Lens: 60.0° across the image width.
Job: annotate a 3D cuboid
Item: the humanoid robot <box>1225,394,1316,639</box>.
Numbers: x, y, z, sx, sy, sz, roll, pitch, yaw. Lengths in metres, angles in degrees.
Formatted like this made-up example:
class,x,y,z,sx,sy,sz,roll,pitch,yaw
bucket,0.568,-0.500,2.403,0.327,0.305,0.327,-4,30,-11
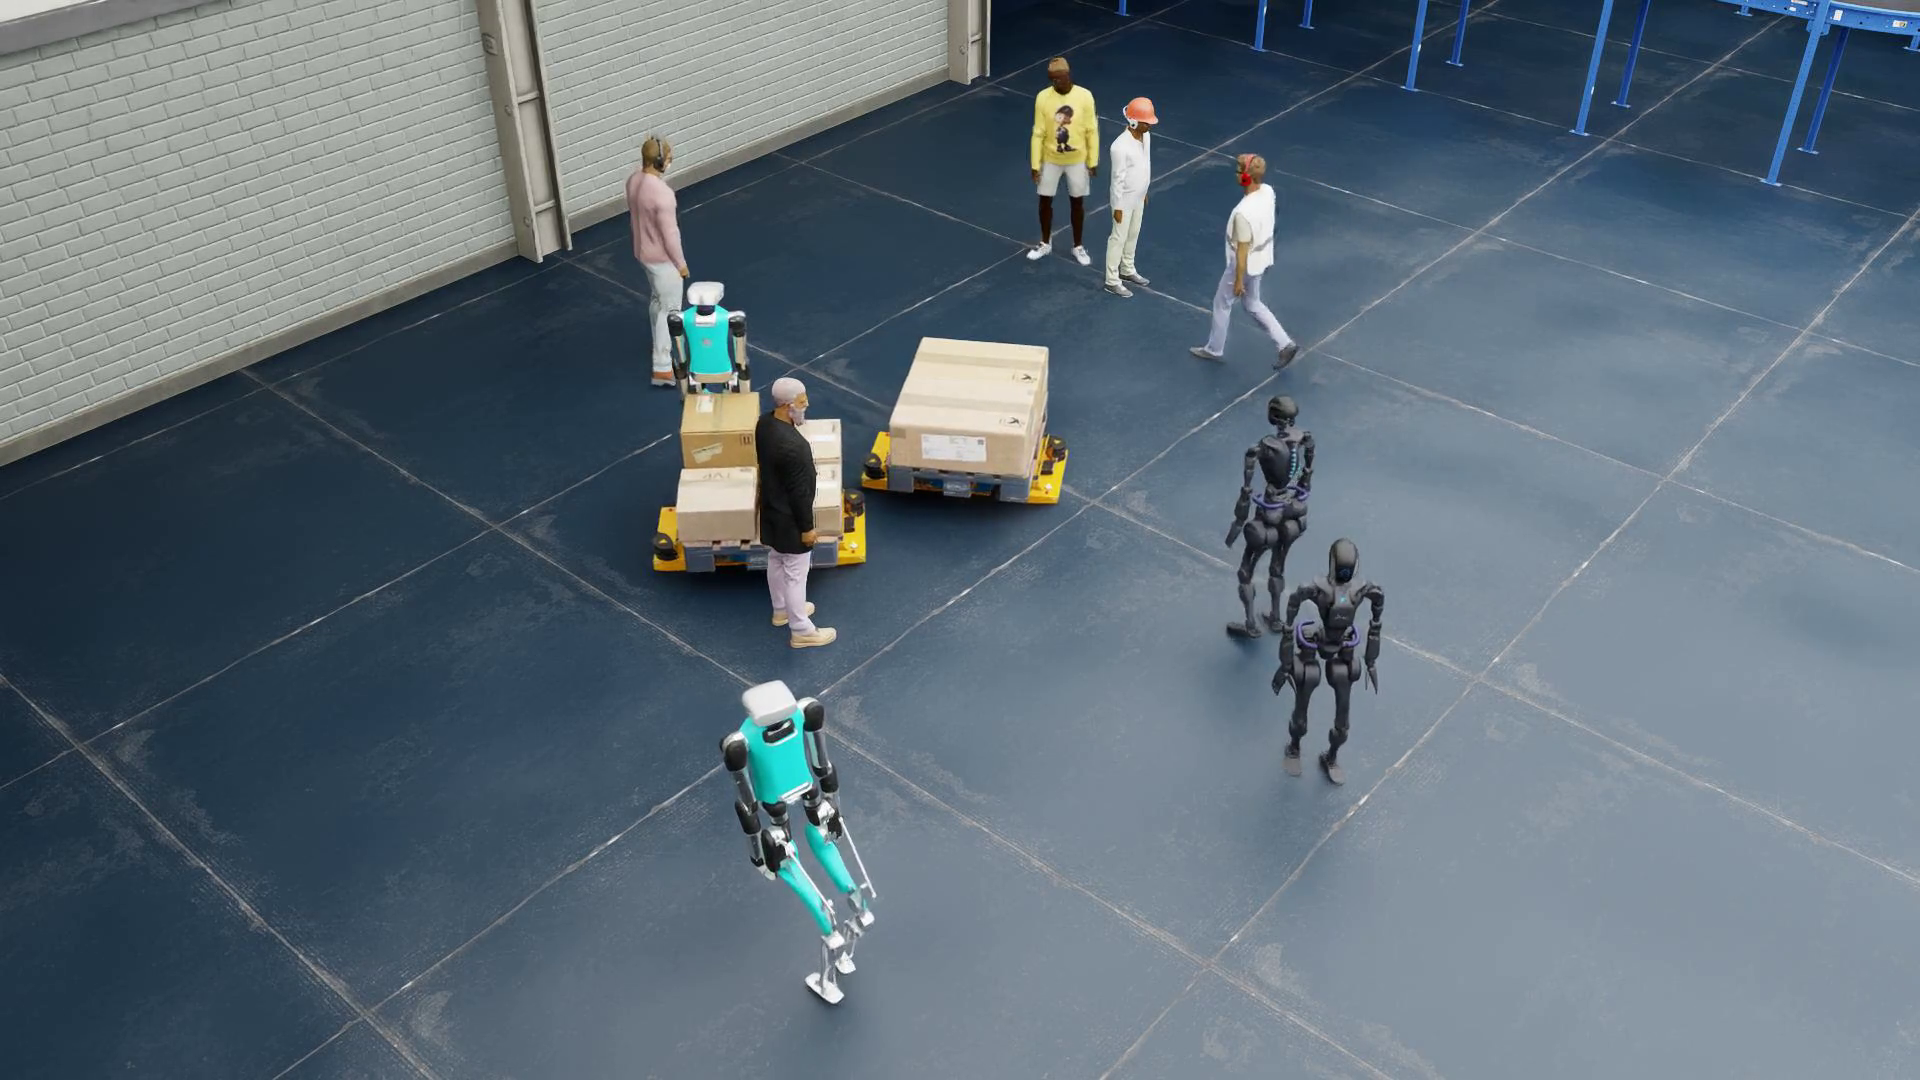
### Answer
class,x,y,z,sx,sy,sz,roll,pitch,yaw
humanoid robot,1.973,-0.150,10.391,0.585,1.638,0.367,-18,39,-23

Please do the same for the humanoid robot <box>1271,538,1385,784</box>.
class,x,y,z,sx,sy,sz,roll,pitch,yaw
humanoid robot,2.040,0.666,9.240,0.596,1.651,0.333,-2,36,-3

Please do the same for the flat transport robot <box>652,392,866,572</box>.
class,x,y,z,sx,sy,sz,roll,pitch,yaw
flat transport robot,-1.372,-0.070,11.485,1.431,0.231,0.659,-2,36,-3

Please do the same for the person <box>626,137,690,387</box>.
class,x,y,z,sx,sy,sz,roll,pitch,yaw
person,-2.378,-2.190,13.061,0.562,1.904,0.832,-20,40,-26

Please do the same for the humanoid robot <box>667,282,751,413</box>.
class,x,y,z,sx,sy,sz,roll,pitch,yaw
humanoid robot,-1.687,-1.082,11.602,0.533,1.754,0.719,0,35,0

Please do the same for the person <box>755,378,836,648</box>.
class,x,y,z,sx,sy,sz,roll,pitch,yaw
person,-1.060,-0.171,10.261,0.412,1.854,0.532,-16,38,-21

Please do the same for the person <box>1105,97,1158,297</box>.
class,x,y,z,sx,sy,sz,roll,pitch,yaw
person,1.479,-2.944,14.250,0.347,1.743,0.561,21,40,27

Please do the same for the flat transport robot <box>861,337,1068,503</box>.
class,x,y,z,sx,sy,sz,roll,pitch,yaw
flat transport robot,0.044,-0.570,12.188,1.431,0.231,0.659,5,36,8

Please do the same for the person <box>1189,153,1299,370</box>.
class,x,y,z,sx,sy,sz,roll,pitch,yaw
person,2.302,-2.163,13.098,0.822,1.812,0.568,21,40,26

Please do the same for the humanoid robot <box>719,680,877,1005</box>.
class,x,y,z,sx,sy,sz,roll,pitch,yaw
humanoid robot,-0.691,1.529,7.961,0.562,1.744,0.847,-23,41,-28

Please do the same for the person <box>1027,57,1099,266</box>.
class,x,y,z,sx,sy,sz,roll,pitch,yaw
person,0.904,-3.348,14.711,0.651,1.875,0.381,4,36,5
